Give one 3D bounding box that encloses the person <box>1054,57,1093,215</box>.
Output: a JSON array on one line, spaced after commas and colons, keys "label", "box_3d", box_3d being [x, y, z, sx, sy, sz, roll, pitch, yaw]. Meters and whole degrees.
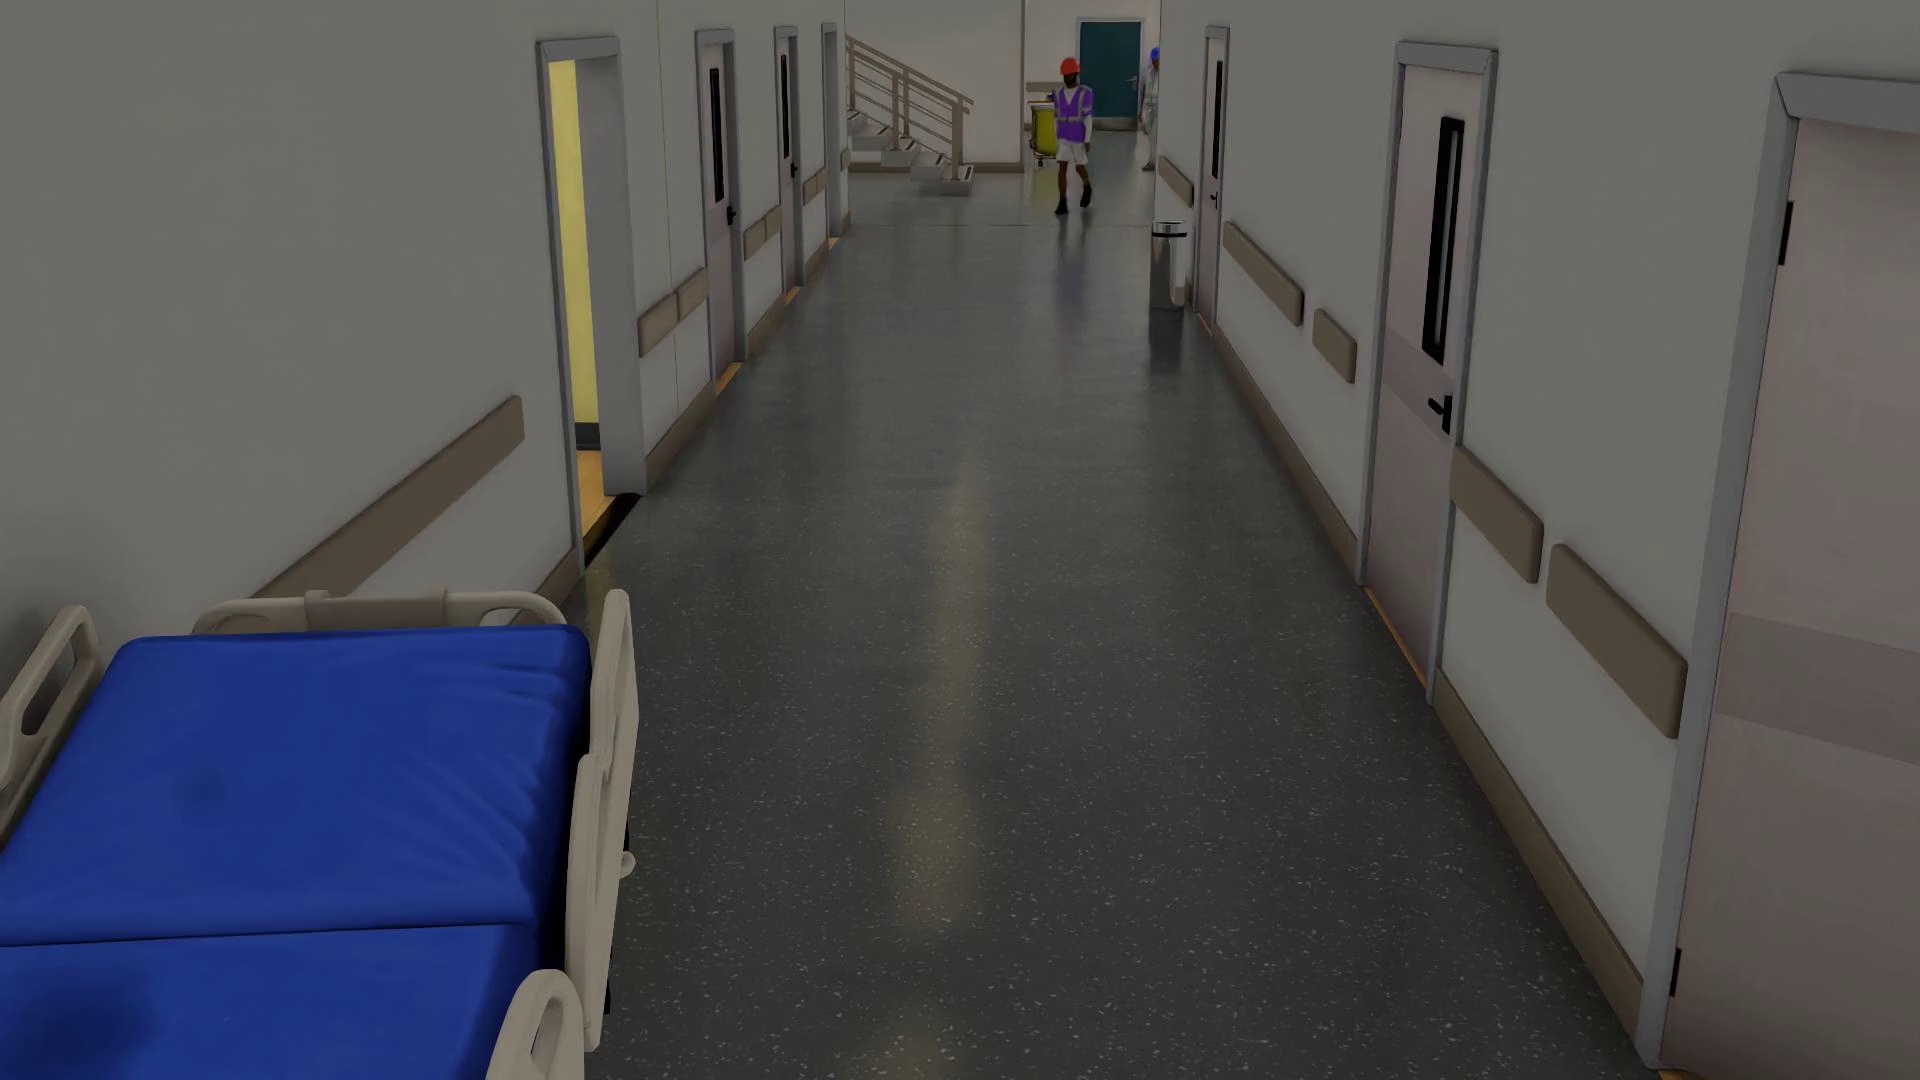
[{"label": "person", "box_3d": [1.432, -5.059, 20.813, 0.541, 1.909, 0.822, 8, 19, 24]}]
